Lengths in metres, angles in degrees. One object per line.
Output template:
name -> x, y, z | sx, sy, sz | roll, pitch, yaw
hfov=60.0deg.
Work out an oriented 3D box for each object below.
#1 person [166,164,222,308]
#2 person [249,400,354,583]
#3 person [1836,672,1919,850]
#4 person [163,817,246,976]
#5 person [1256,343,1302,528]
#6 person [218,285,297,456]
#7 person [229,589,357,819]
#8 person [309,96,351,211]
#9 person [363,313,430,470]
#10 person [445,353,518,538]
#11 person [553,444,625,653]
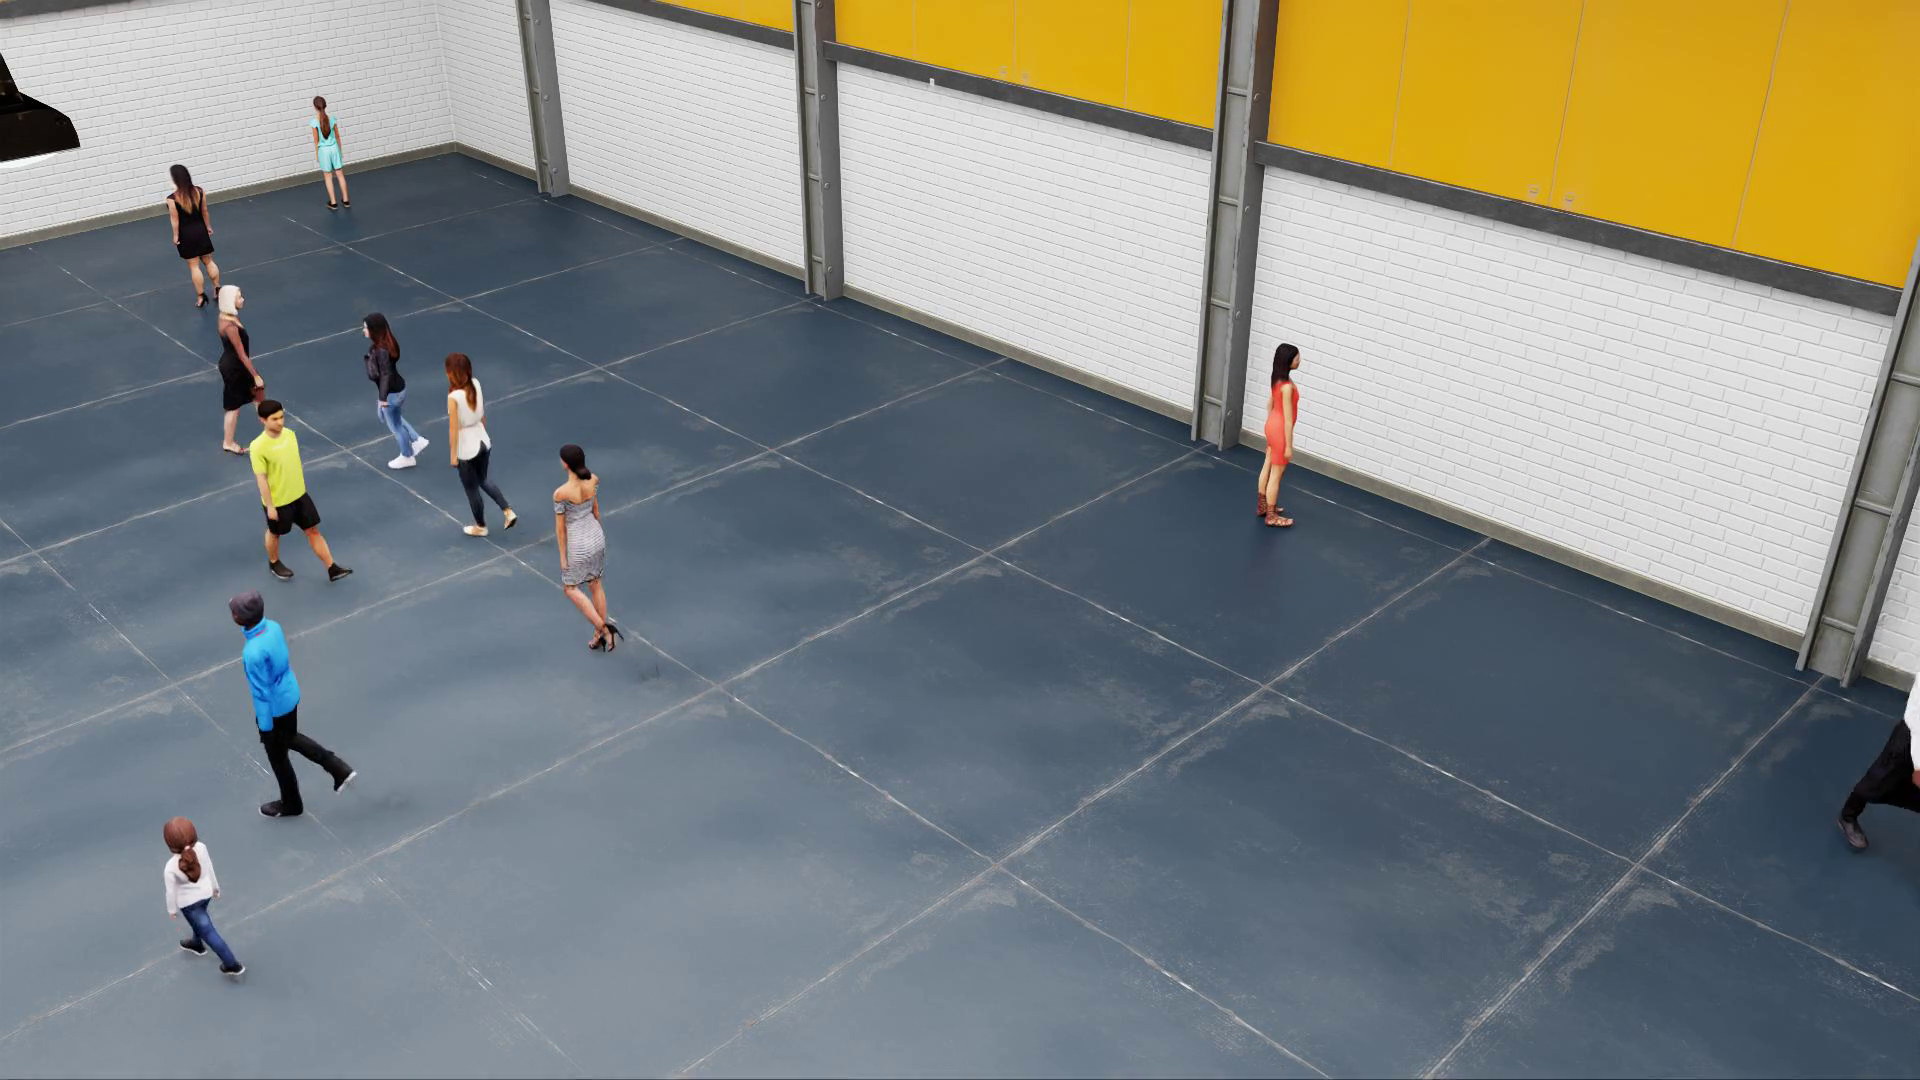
person -> -9.111, -3.619, 19.776 | 0.661, 1.720, 0.706 | 18, 33, 29
person -> -5.720, -0.390, 13.920 | 1.165, 1.661, 0.868 | 15, 32, 25
person -> 6.087, 1.298, 10.698 | 1.028, 1.783, 1.337 | -10, 30, -17
person -> -4.513, 2.135, 9.890 | 0.834, 1.088, 0.628 | 12, 31, 21
person -> 2.857, -0.950, 14.885 | 0.722, 1.719, 0.634 | -4, 29, -8
person -> -7.102, -1.613, 16.110 | 0.943, 1.711, 0.980 | -11, 30, -19
person -> -4.449, 1.099, 11.063 | 1.006, 1.782, 0.951 | 0, 29, -1
person -> -8.830, -5.426, 23.258 | 0.568, 1.558, 0.554 | -21, 35, -33
person -> -5.343, -1.418, 15.849 | 0.866, 1.618, 0.784 | -5, 29, -9
person -> -4.198, -0.798, 14.550 | 0.895, 1.774, 0.777 | 11, 31, 20
person -> -2.833, 0.112, 12.840 | 0.754, 1.814, 0.648 | 20, 35, 33
